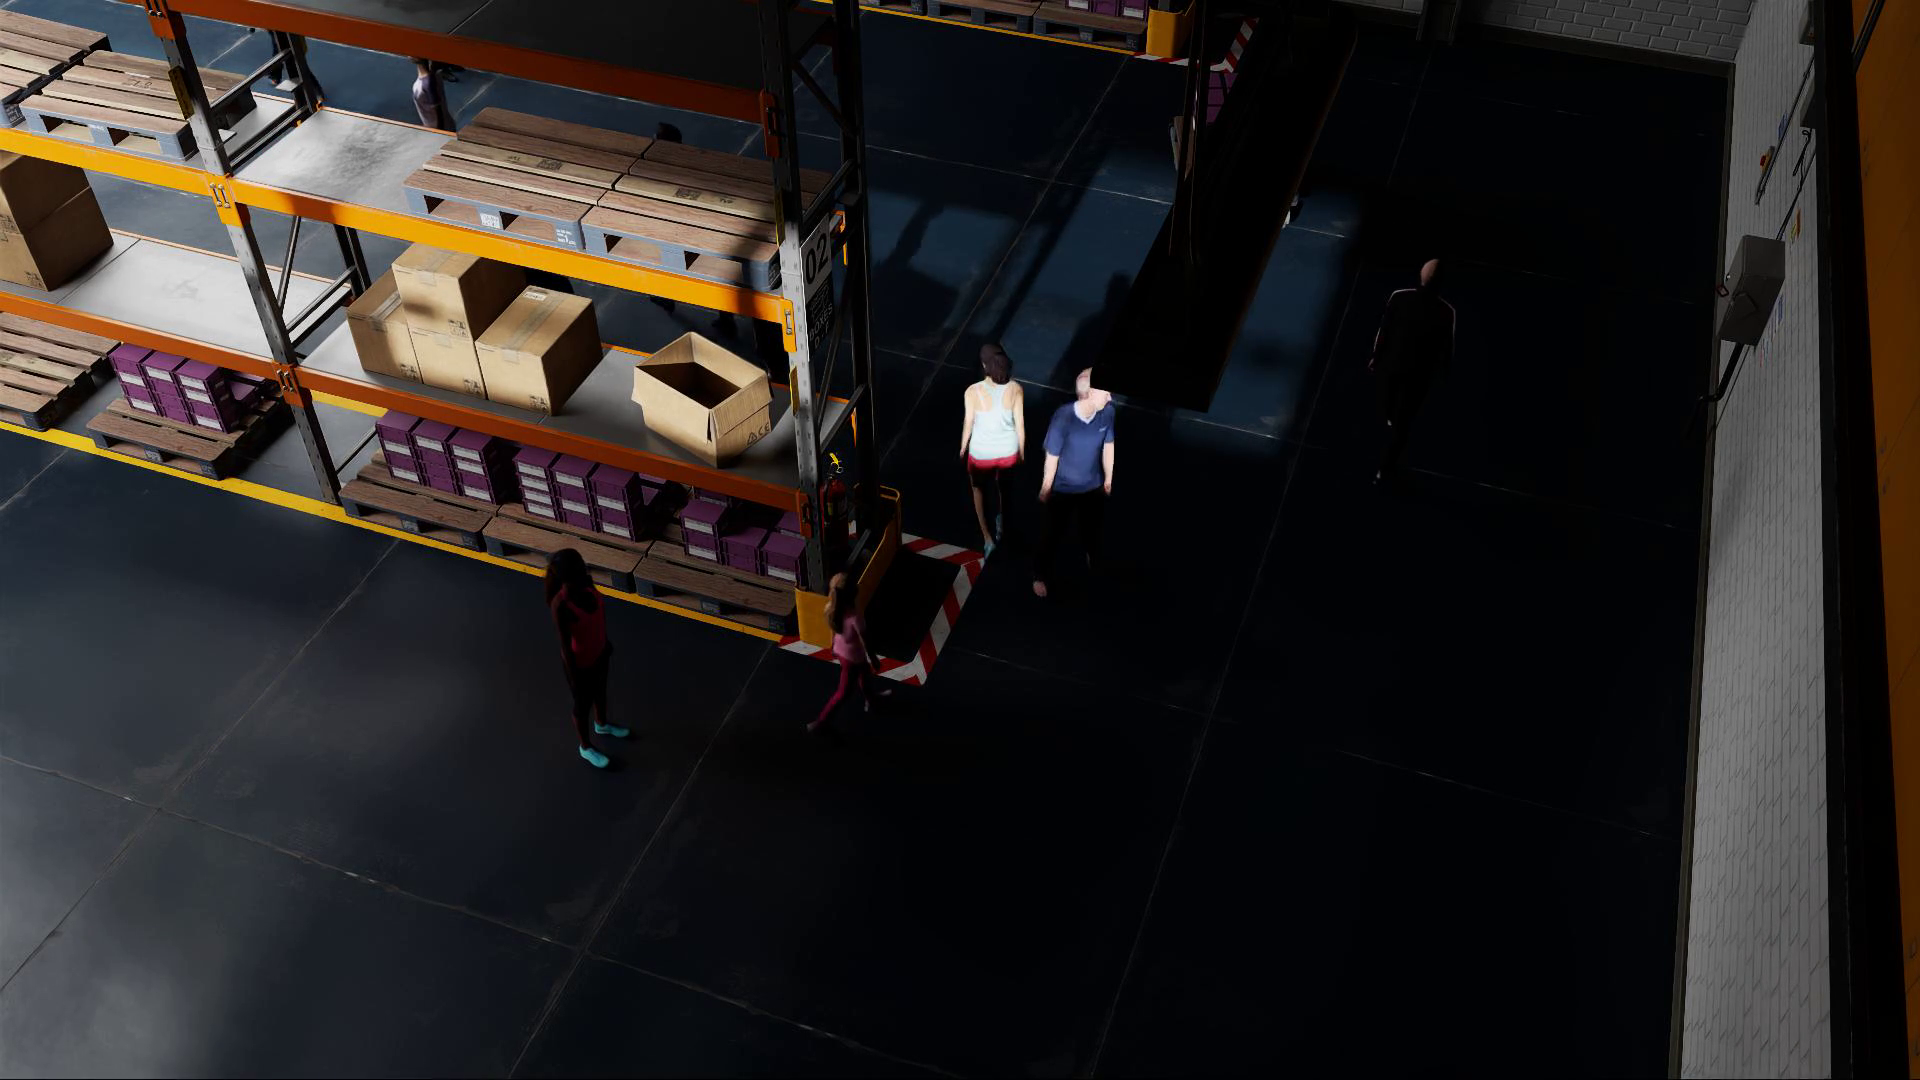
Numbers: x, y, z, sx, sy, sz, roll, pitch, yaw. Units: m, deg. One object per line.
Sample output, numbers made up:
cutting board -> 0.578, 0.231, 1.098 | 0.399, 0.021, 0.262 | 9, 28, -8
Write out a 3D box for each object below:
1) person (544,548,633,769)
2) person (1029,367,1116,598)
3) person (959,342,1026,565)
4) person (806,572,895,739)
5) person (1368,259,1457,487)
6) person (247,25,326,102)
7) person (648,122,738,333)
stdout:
person -> -2.304, 0.693, 10.208 | 0.542, 1.724, 0.564 | 16, 46, 16
person -> 0.797, -0.415, 11.292 | 0.839, 1.832, 0.925 | -4, 44, -5
person -> 0.233, -0.562, 11.500 | 0.971, 1.758, 0.938 | -6, 44, -7
person -> -0.744, 0.744, 10.492 | 0.898, 1.257, 0.877 | -21, 47, -20
person -> 3.227, -1.175, 12.120 | 1.141, 1.792, 0.936 | 23, 48, 22
person -> -6.619, -5.129, 16.278 | 1.074, 1.782, 0.674 | 14, 45, 14
person -> -2.165, -2.474, 13.458 | 1.284, 1.826, 0.989 | 33, 53, 30
